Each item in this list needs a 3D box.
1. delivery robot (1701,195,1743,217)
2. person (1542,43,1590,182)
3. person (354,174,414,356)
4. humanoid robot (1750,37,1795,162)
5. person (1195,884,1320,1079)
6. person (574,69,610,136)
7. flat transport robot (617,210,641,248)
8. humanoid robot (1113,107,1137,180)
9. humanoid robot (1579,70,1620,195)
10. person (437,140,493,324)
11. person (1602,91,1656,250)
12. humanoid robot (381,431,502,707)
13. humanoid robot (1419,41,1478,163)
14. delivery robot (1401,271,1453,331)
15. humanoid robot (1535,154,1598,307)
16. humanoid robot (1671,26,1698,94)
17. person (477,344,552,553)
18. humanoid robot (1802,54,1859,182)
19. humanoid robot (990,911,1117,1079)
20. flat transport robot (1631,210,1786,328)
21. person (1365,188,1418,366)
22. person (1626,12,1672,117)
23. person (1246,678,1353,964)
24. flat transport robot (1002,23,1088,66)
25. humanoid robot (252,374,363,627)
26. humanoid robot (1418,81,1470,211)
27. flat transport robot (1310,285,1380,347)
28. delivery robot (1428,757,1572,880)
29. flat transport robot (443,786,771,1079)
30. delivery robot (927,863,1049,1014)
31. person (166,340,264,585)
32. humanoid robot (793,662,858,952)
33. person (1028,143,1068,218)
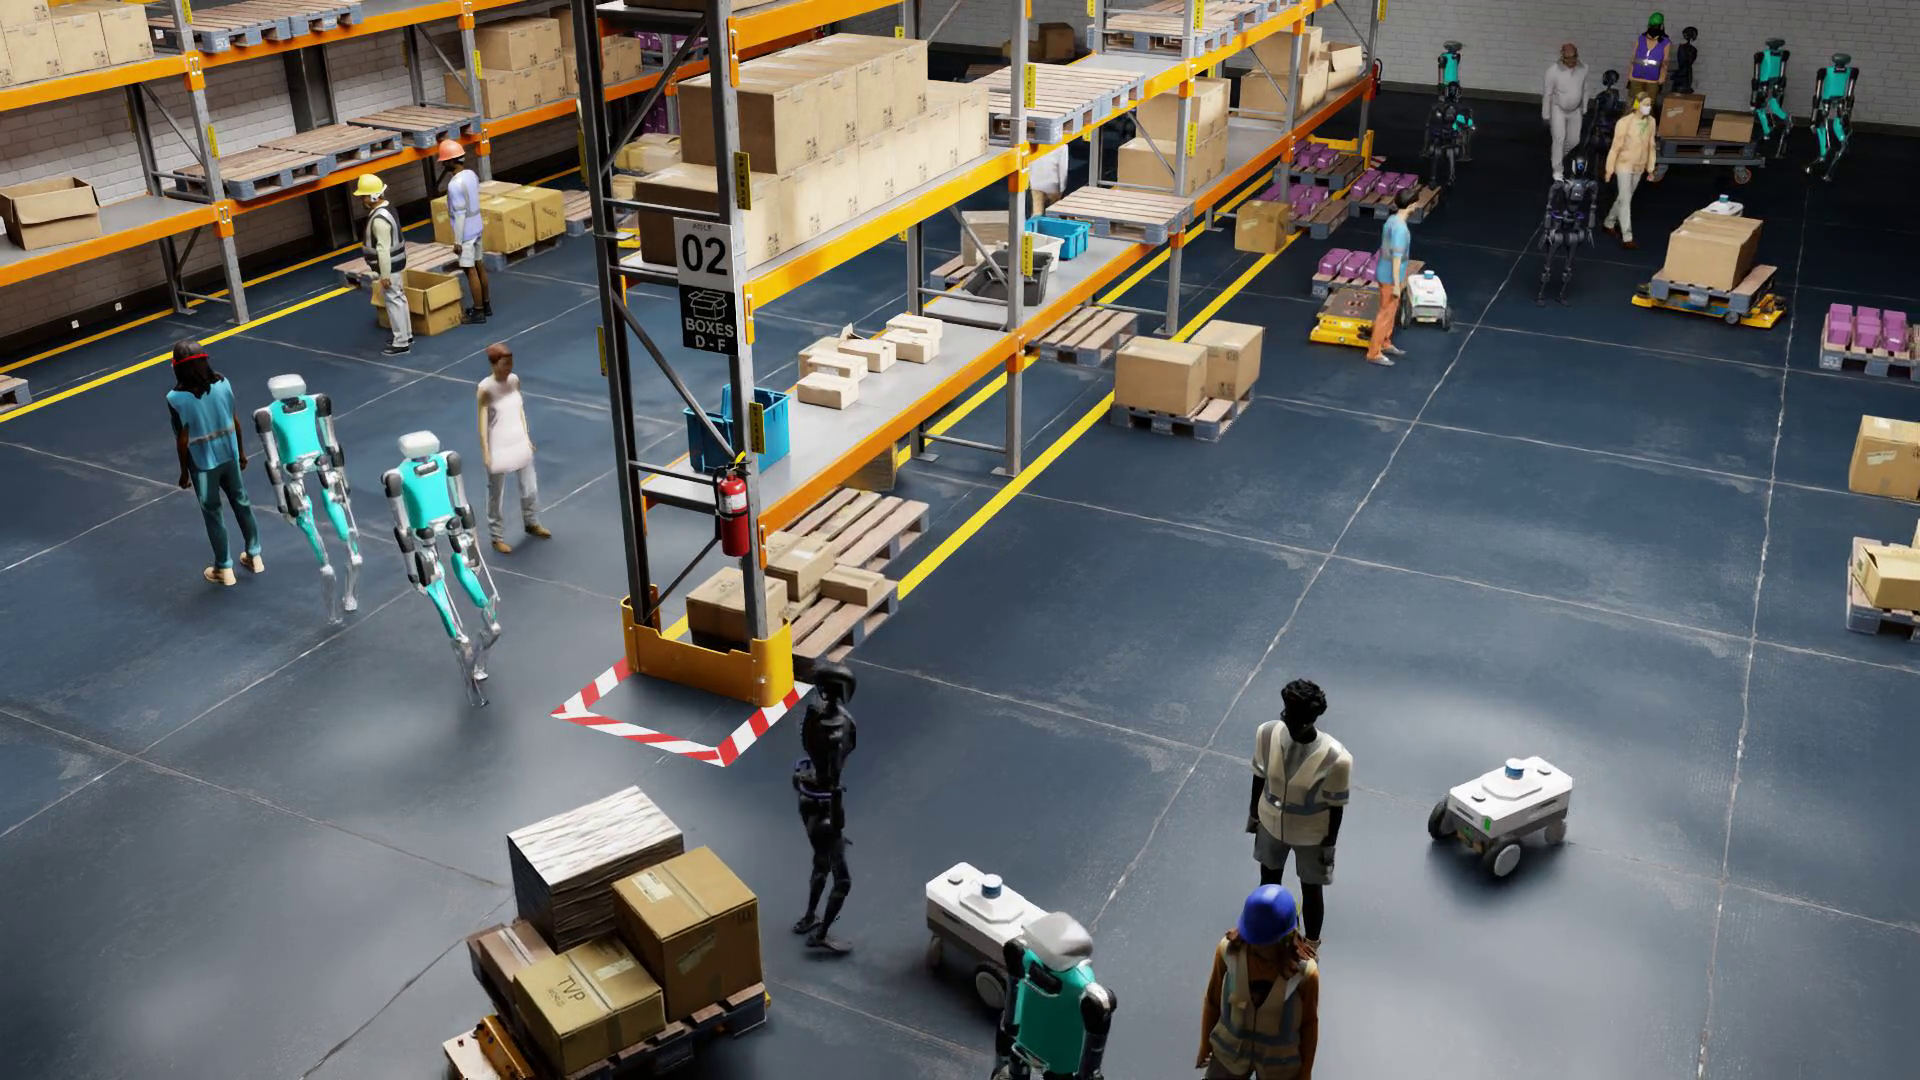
[{"bbox_3d":[9.290,-3.920,20.364,0.499,0.585,0.765,21,33,36],"label":"delivery robot"},{"bbox_3d":[8.305,-5.874,22.837,0.698,1.869,0.479,-5,27,-10],"label":"person"},{"bbox_3d":[-5.716,-2.742,16.569,0.403,1.824,0.591,-5,27,-10],"label":"person"},{"bbox_3d":[11.659,-6.224,23.747,0.541,1.754,1.042,-6,27,-12],"label":"humanoid robot"},{"bbox_3d":[1.207,2.124,6.787,0.471,1.776,0.322,10,28,20],"label":"person"},{"bbox_3d":[-4.719,-5.158,21.427,0.391,1.839,0.564,9,28,17],"label":"person"},{"bbox_3d":[-3.821,-3.898,20.652,0.659,0.231,1.431,3,26,6],"label":"flat transport robot"},{"bbox_3d":[2.342,-5.813,22.938,0.496,1.649,0.595,-23,34,-38],"label":"humanoid robot"},{"bbox_3d":[8.503,-5.413,22.112,0.603,1.651,0.357,-21,33,-36],"label":"humanoid robot"},{"bbox_3d":[-5.188,-3.220,17.411,0.361,1.932,0.542,2,26,4],"label":"person"},{"bbox_3d":[8.142,-4.499,20.115,0.580,1.834,0.890,-9,28,-17],"label":"person"},{"bbox_3d":[-3.216,0.268,10.697,0.546,1.891,0.789,-24,35,-39],"label":"humanoid robot"},{"bbox_3d":[7.093,-6.130,23.557,1.033,1.769,0.549,20,33,35],"label":"humanoid robot"},{"bbox_3d":[4.929,-2.539,17.593,0.499,0.602,0.801,4,27,7],"label":"delivery robot"},{"bbox_3d":[6.542,-3.332,17.905,0.599,1.657,0.315,0,26,0],"label":"humanoid robot"},{"bbox_3d":[10.926,-6.902,25.120,0.348,1.651,0.599,3,27,6],"label":"humanoid robot"},{"bbox_3d":[-3.450,-0.707,12.653,0.292,1.651,0.481,18,32,33],"label":"person"},{"bbox_3d":[11.854,-5.675,22.562,0.539,1.722,0.985,2,26,5],"label":"humanoid robot"},{"bbox_3d":[0.184,2.343,6.460,0.761,1.833,0.530,-21,33,-36],"label":"humanoid robot"},{"bbox_3d":[8.106,-2.587,18.003,1.431,0.231,0.659,18,31,32],"label":"flat transport robot"},{"bbox_3d":[4.265,-2.570,16.290,0.414,1.759,0.621,4,27,8],"label":"person"},{"bbox_3d":[10.230,-6.870,24.783,0.532,1.932,0.414,16,31,30],"label":"person"},{"bbox_3d":[1.663,1.428,8.291,0.533,1.691,0.319,19,32,34],"label":"person"},{"bbox_3d":[1.458,-8.294,29.533,1.431,0.231,0.659,21,33,36],"label":"flat transport robot"},{"bbox_3d":[-4.436,-0.229,11.602,0.541,1.786,0.807,-21,33,-36],"label":"humanoid robot"},{"bbox_3d":[6.263,-5.108,21.507,0.612,1.643,0.402,3,26,6],"label":"humanoid robot"},{"bbox_3d":[4.164,-2.364,17.553,0.659,0.231,1.431,10,28,19],"label":"flat transport robot"},{"bbox_3d":[3.089,1.513,9.395,0.793,0.590,0.499,-14,30,-27],"label":"delivery robot"},{"bbox_3d":[-1.705,2.324,8.083,1.431,0.231,0.659,-18,32,-32],"label":"flat transport robot"},{"bbox_3d":[0.177,1.996,8.443,0.522,0.613,0.784,-24,35,-39],"label":"delivery robot"},{"bbox_3d":[-5.435,-0.565,12.120,0.391,1.866,0.515,18,32,32],"label":"person"},{"bbox_3d":[-0.684,1.338,8.499,0.371,1.637,0.609,-6,27,-12],"label":"humanoid robot"},{"bbox_3d":[1.080,-4.241,19.700,0.582,1.715,0.811,15,30,27],"label":"person"}]
